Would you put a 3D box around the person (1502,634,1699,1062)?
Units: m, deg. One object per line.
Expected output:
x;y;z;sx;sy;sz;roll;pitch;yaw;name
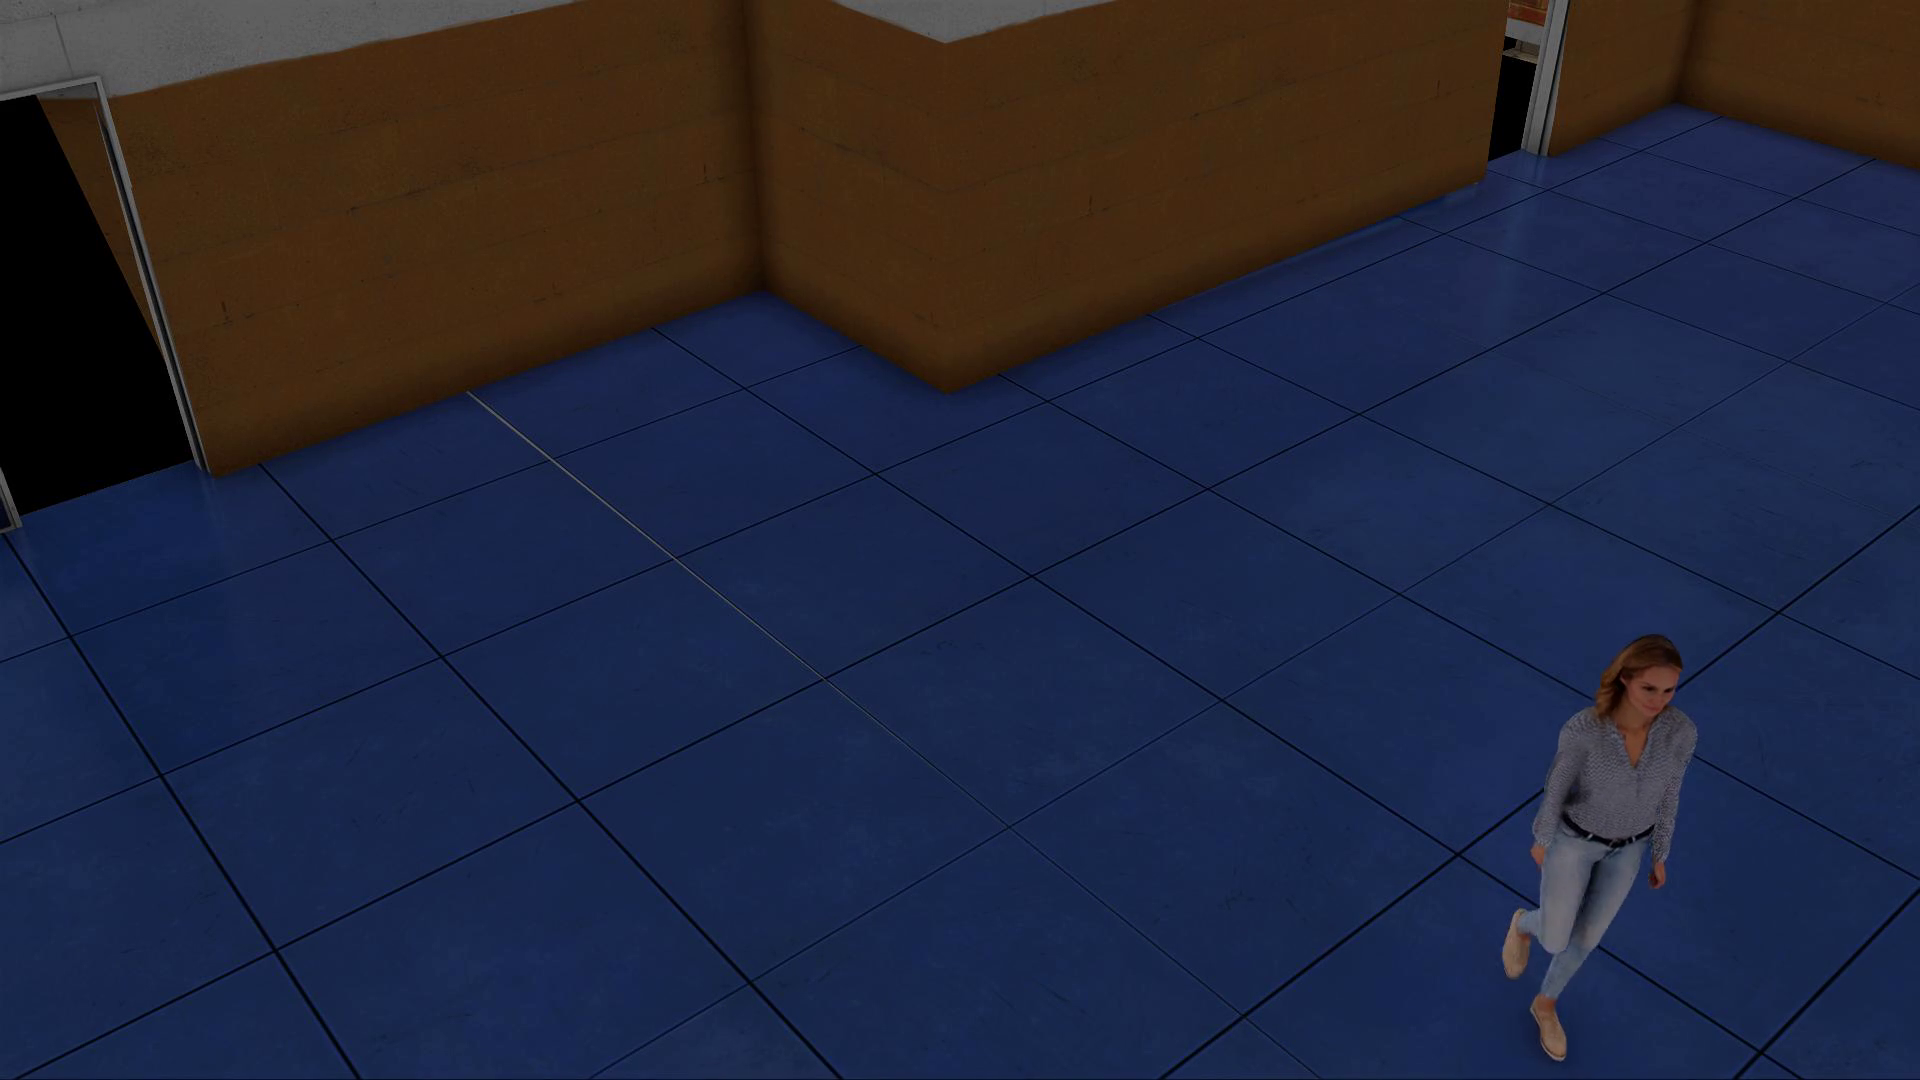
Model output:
2.192;1.017;5.799;0.822;1.779;0.894;0;34;1;person
